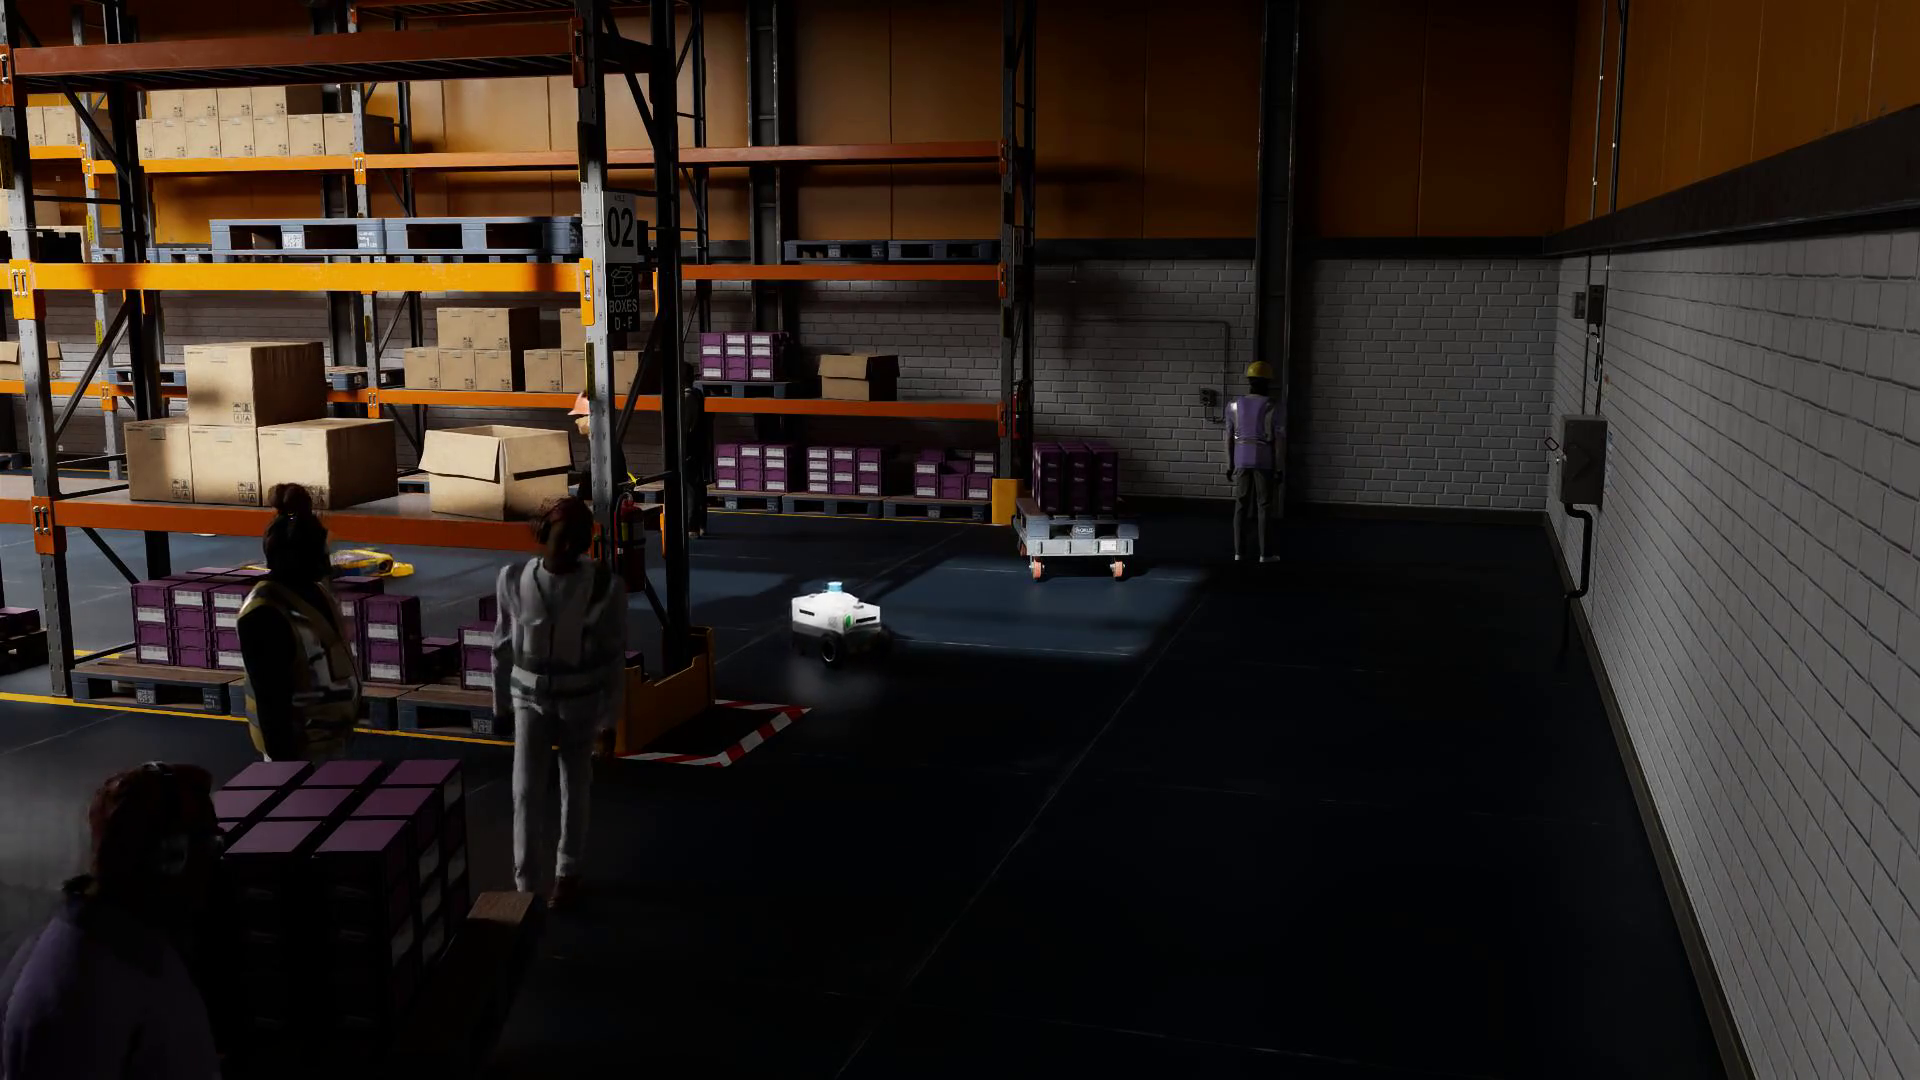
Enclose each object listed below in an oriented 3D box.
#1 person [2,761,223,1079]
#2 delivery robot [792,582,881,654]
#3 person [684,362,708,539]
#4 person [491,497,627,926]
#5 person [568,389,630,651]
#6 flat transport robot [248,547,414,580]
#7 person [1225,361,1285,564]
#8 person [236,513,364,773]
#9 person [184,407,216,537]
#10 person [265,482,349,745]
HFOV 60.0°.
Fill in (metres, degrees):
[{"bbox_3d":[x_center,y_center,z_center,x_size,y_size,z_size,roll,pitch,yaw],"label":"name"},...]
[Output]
[{"bbox_3d":[-1.642,1.366,3.195,0.553,1.860,0.671,-4,10,-24],"label":"person"},{"bbox_3d":[-0.888,0.544,11.894,0.477,0.478,0.707,-8,12,-41],"label":"delivery robot"},{"bbox_3d":[-2.803,-0.923,17.217,0.344,1.839,0.504,2,10,12],"label":"person"},{"bbox_3d":[-1.714,0.731,7.115,0.607,1.841,0.699,0,9,-2],"label":"person"},{"bbox_3d":[-2.446,-0.039,11.353,0.395,1.993,0.616,-1,9,-7],"label":"person"},{"bbox_3d":[-5.648,0.270,14.709,0.652,0.197,1.431,7,12,37],"label":"flat transport robot"},{"bbox_3d":[2.805,-0.731,15.797,0.585,1.921,0.383,5,11,30],"label":"person"},{"bbox_3d":[-2.619,0.803,6.687,0.429,1.842,0.635,-1,9,-4],"label":"person"},{"bbox_3d":[-7.919,-0.859,17.430,0.314,1.642,0.514,0,9,3],"label":"person"},{"bbox_3d":[-3.623,0.490,9.221,0.418,1.629,0.534,2,9,10],"label":"person"}]
